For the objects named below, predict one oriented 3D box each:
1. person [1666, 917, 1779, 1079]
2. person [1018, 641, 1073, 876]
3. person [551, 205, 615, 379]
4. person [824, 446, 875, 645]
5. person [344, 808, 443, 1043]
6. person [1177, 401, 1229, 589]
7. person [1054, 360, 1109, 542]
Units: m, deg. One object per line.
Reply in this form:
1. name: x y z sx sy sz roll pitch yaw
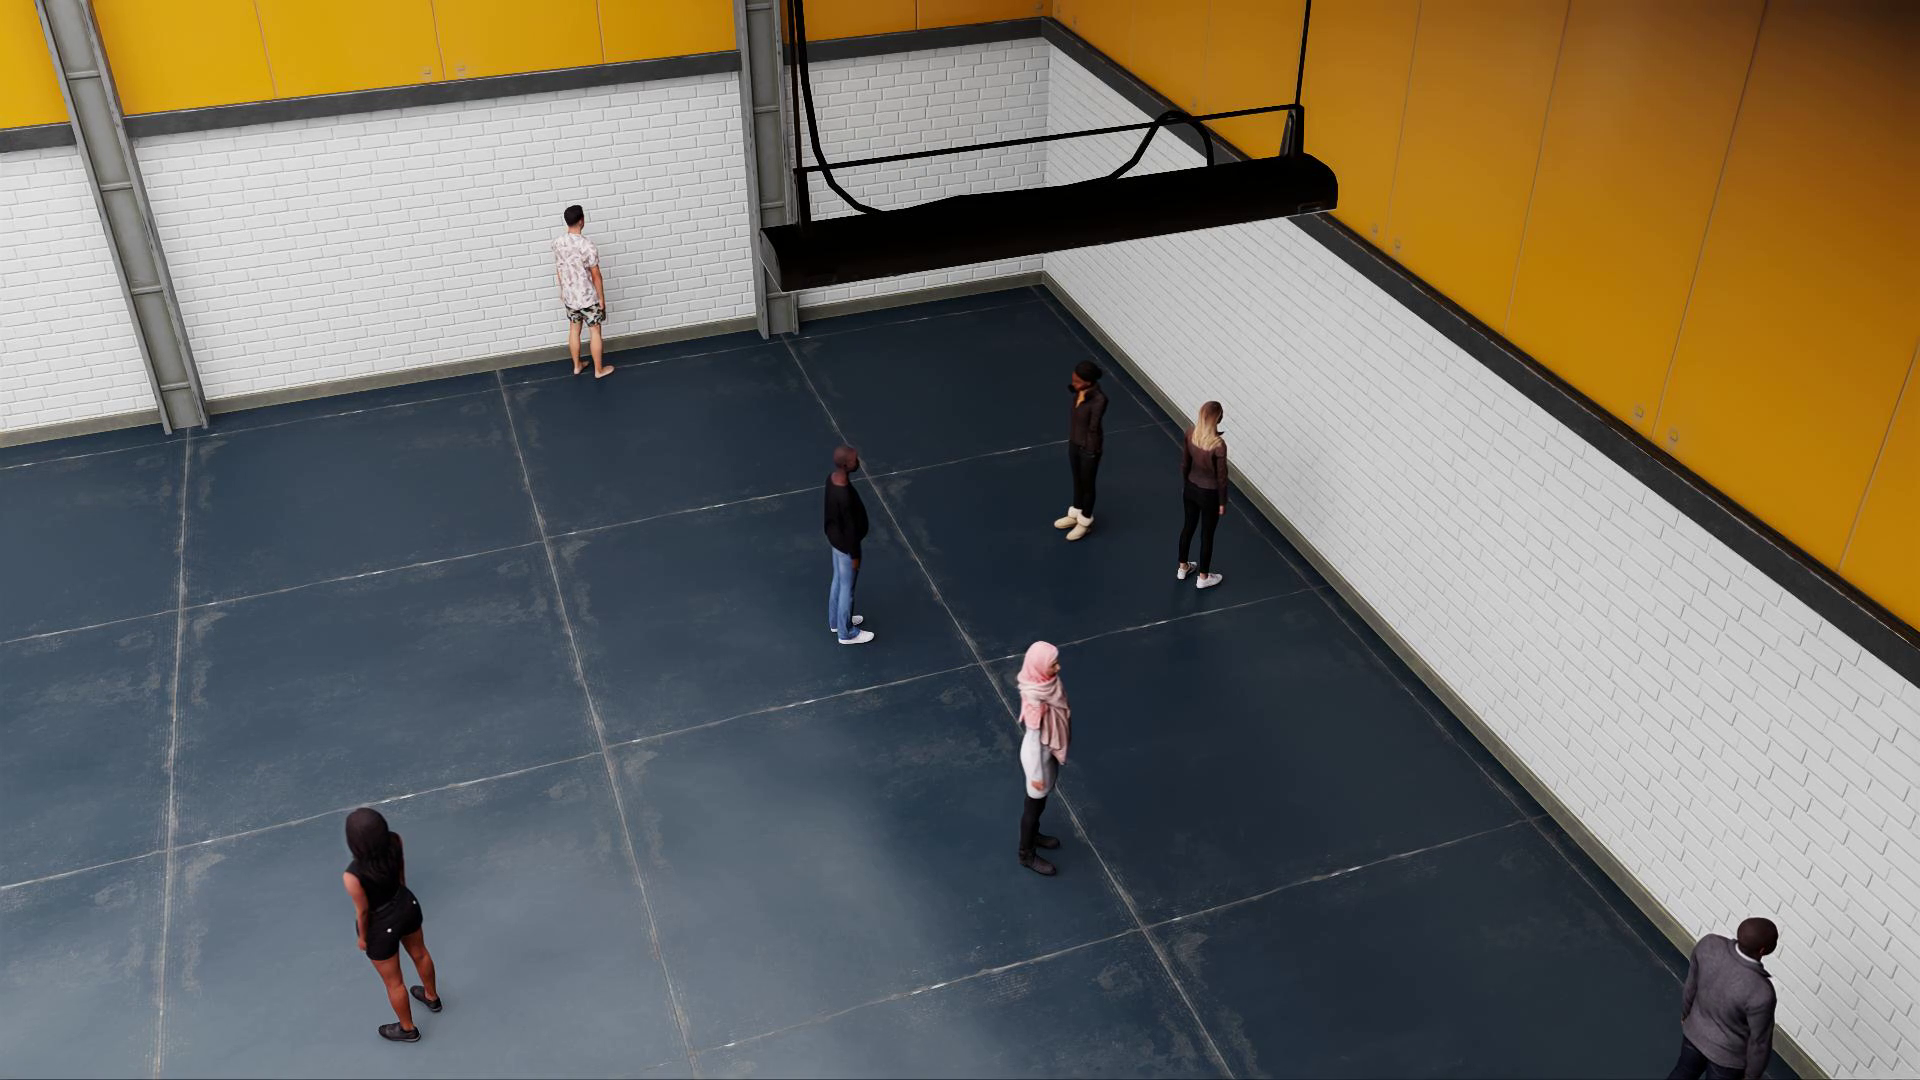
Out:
1. person: 4.078 2.701 8.967 0.573 1.818 0.701 -12 35 -17
2. person: 0.526 1.407 10.927 0.755 1.803 0.735 6 34 9
3. person: -3.828 -2.501 16.799 0.710 1.812 0.796 11 35 16
4. person: -0.907 0.024 13.057 0.528 1.748 0.594 -12 36 -18
5. person: -3.343 2.232 9.742 0.719 1.741 0.674 12 35 17
6. person: 1.998 -0.382 13.708 0.632 1.704 0.669 -26 42 -34
7. person: 1.097 -0.816 14.402 0.672 1.659 0.613 -16 37 -23
